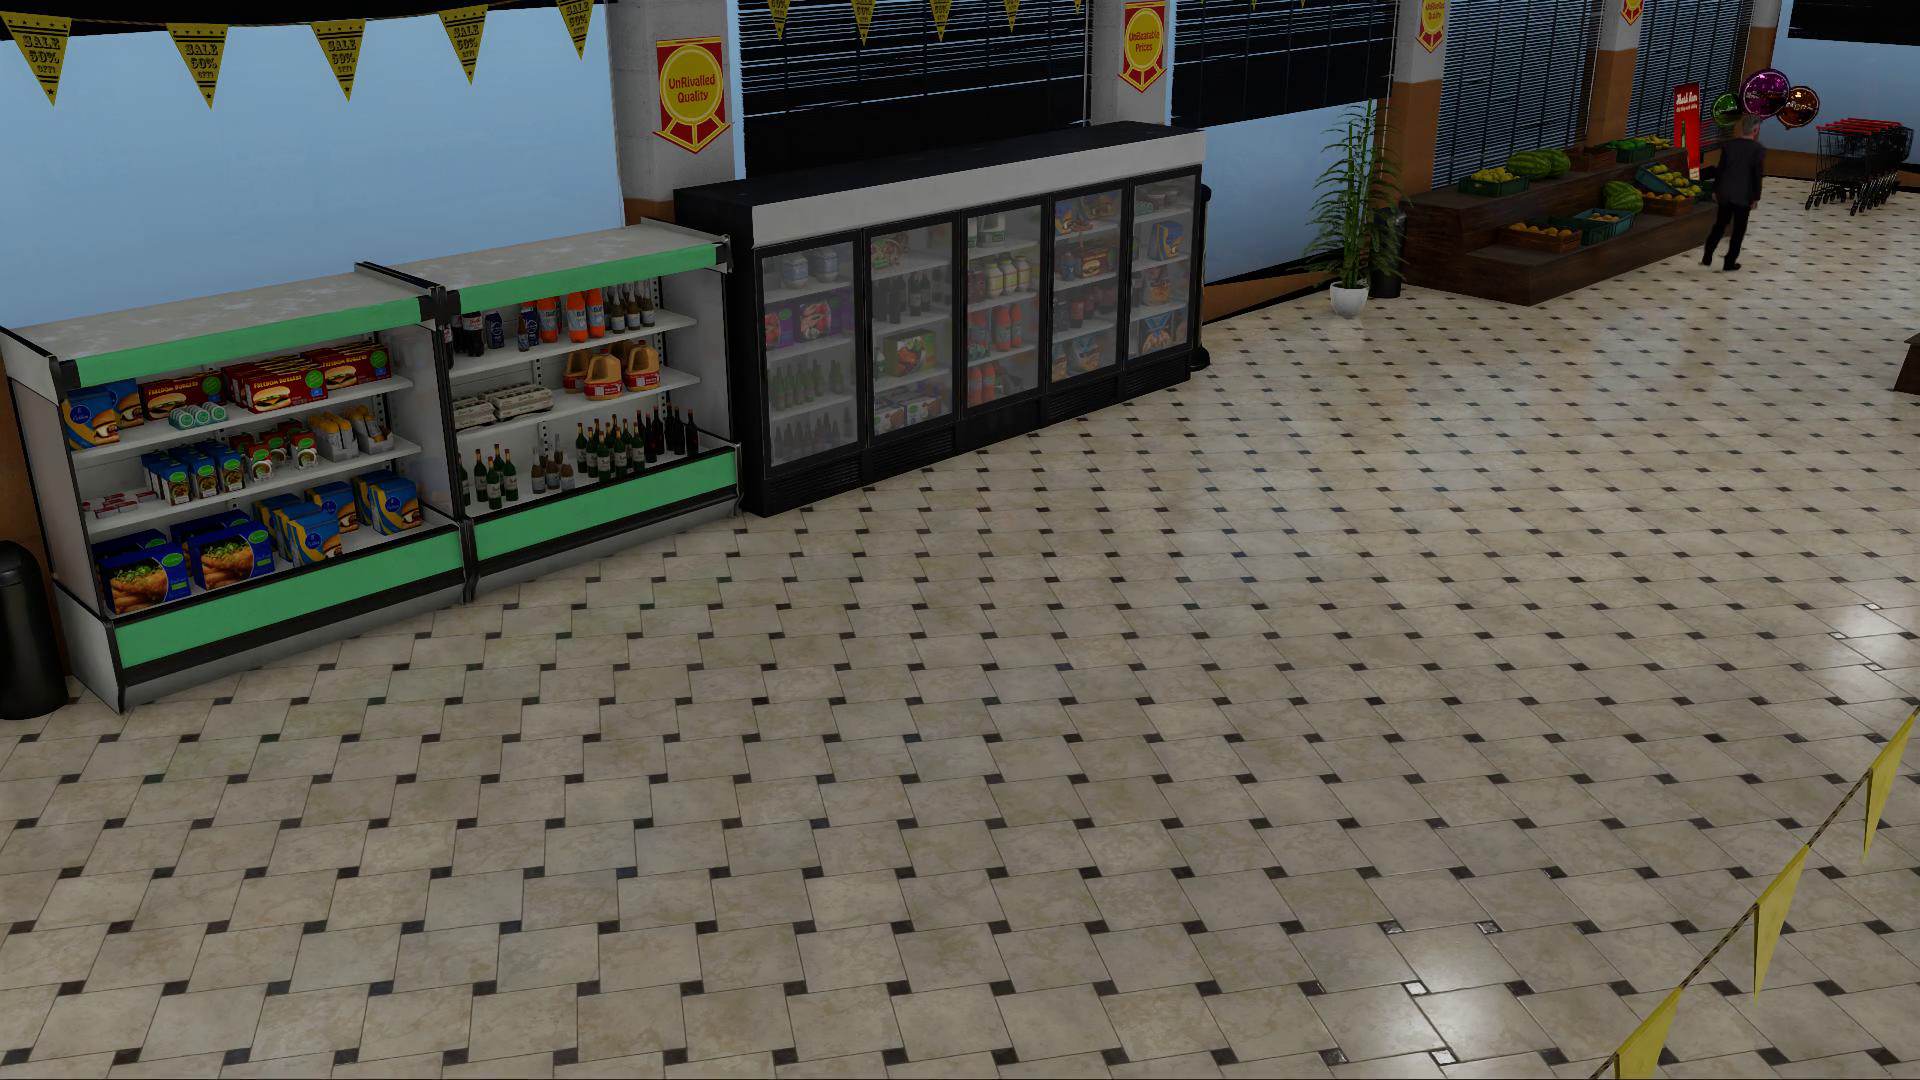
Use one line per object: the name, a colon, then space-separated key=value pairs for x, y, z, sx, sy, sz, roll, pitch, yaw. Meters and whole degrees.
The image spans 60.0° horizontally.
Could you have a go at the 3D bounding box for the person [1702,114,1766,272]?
person: x=9.070 y=-4.049 z=19.508 sx=0.883 sy=1.822 sz=0.759 roll=-18 pitch=28 yaw=-38
